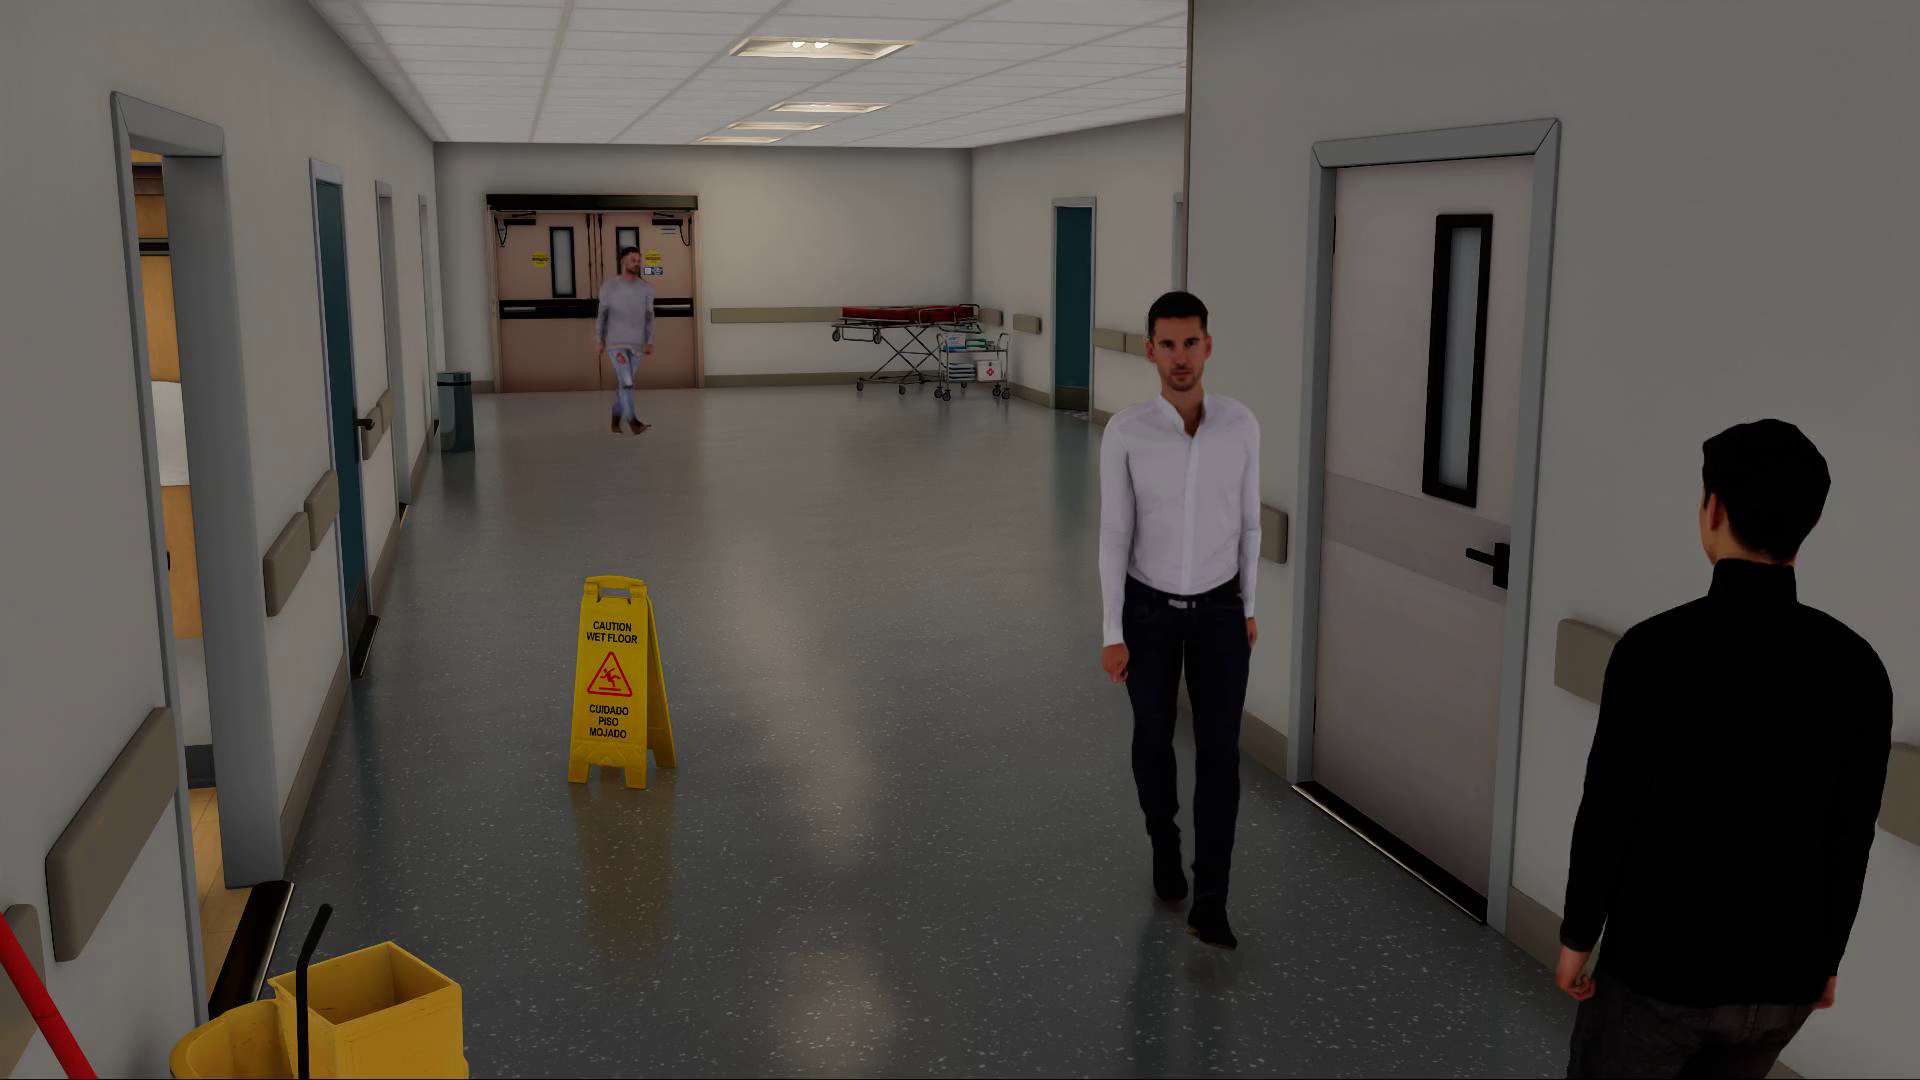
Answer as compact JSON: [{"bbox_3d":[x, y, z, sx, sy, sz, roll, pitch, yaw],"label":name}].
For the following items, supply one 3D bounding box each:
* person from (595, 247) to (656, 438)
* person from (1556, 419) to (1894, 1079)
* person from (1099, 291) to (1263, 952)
[{"bbox_3d":[-3.252,-1.870,15.921,0.914,1.791,1.156,-5,12,-25],"label":"person"},{"bbox_3d":[1.258,0.674,2.728,0.747,1.710,0.903,-2,11,-10],"label":"person"},{"bbox_3d":[0.648,0.198,4.919,0.855,1.830,1.158,0,11,0],"label":"person"}]
